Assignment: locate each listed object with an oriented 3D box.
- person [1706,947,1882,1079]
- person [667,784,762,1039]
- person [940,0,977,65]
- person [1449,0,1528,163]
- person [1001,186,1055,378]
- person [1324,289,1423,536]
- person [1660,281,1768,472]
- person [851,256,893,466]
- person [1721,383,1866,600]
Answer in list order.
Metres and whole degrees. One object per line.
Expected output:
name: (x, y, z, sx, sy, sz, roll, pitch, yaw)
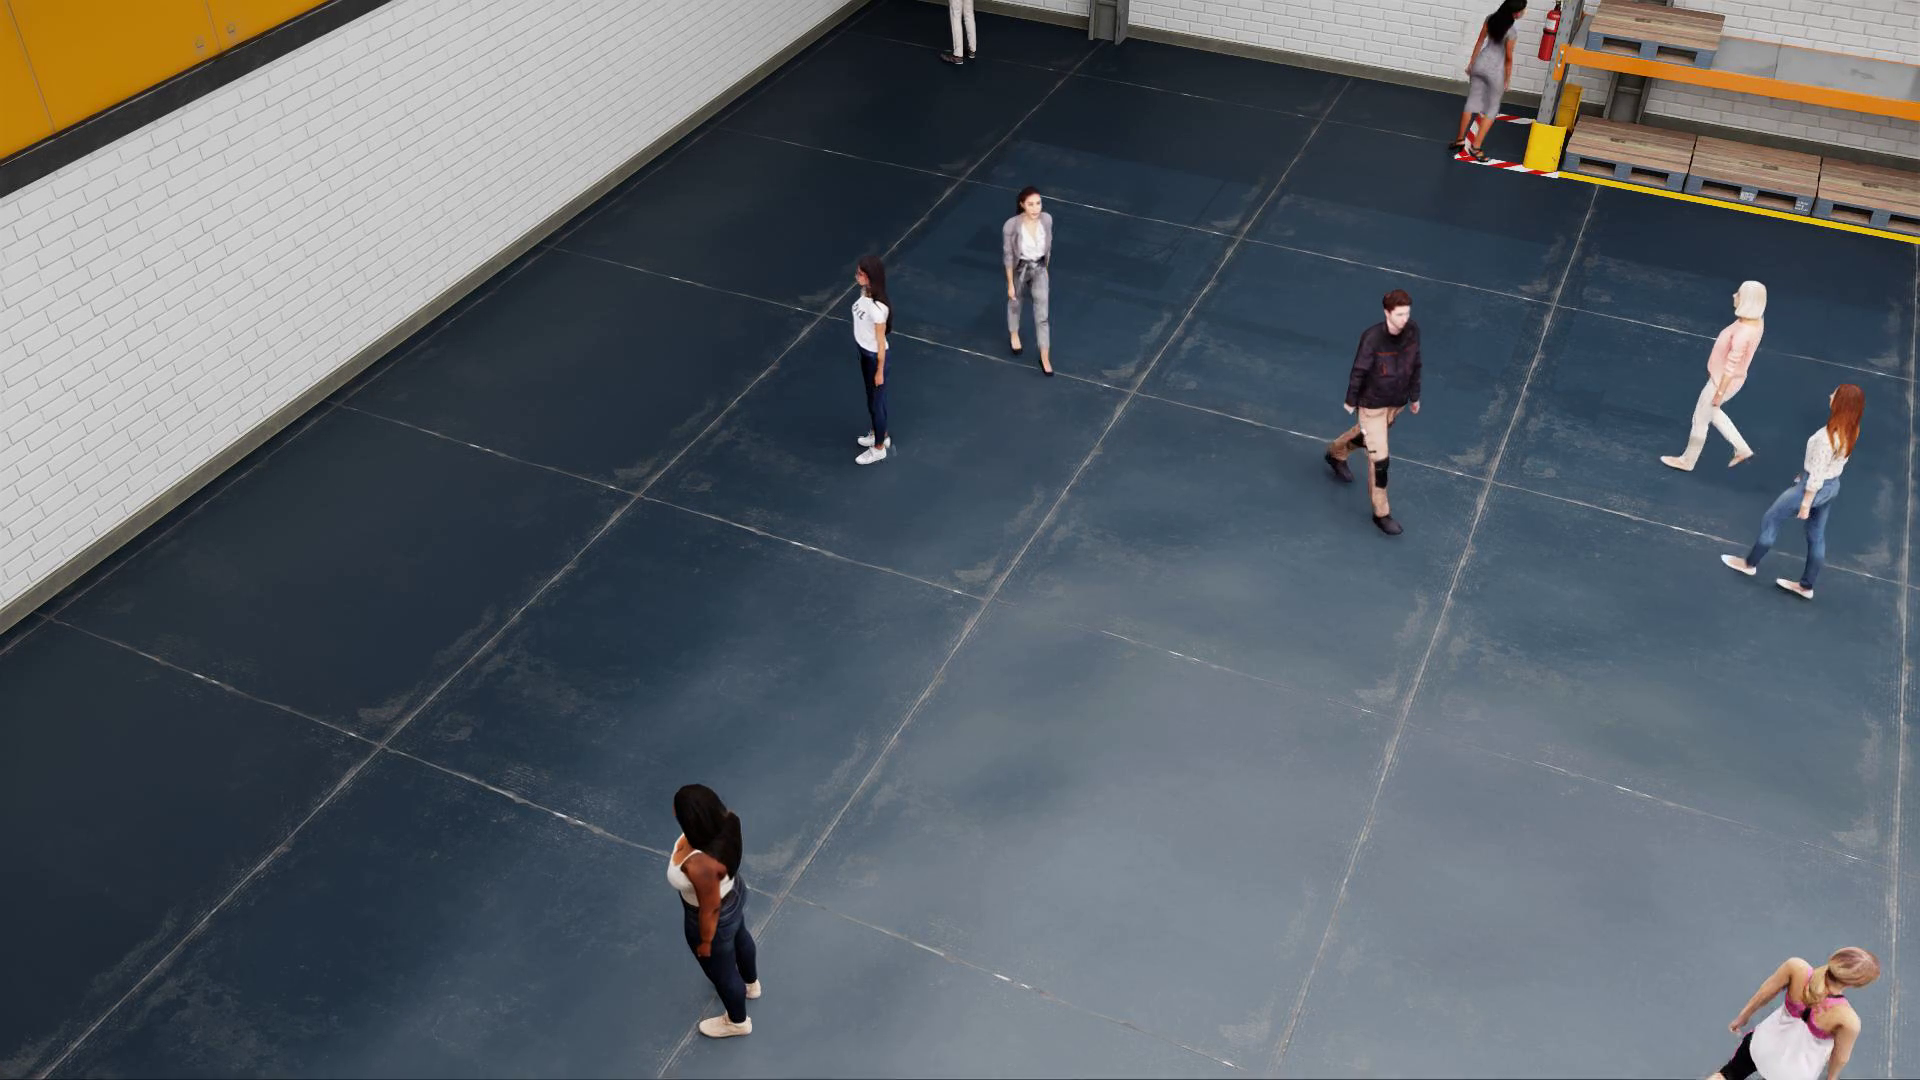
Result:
person: (3.906, 2.502, 8.013, 0.938, 1.758, 0.849, -28, 46, -30)
person: (-1.259, 1.926, 8.695, 0.692, 1.807, 0.708, 5, 39, 6)
person: (0.003, -6.402, 19.126, 0.686, 1.804, 0.734, 29, 47, 31)
person: (5.385, -4.798, 17.156, 0.683, 1.755, 0.817, 30, 47, 32)
person: (0.528, -2.254, 14.063, 1.013, 1.640, 1.052, -10, 40, -12)
person: (3.082, -1.065, 12.385, 1.178, 1.877, 1.348, -18, 42, -22)
person: (5.911, -1.197, 12.681, 0.890, 1.713, 0.669, 22, 43, 25)
person: (-0.652, -1.404, 12.892, 0.759, 1.774, 0.710, -9, 39, -11)
person: (6.028, -0.299, 11.564, 0.837, 1.704, 0.982, -23, 44, -26)
